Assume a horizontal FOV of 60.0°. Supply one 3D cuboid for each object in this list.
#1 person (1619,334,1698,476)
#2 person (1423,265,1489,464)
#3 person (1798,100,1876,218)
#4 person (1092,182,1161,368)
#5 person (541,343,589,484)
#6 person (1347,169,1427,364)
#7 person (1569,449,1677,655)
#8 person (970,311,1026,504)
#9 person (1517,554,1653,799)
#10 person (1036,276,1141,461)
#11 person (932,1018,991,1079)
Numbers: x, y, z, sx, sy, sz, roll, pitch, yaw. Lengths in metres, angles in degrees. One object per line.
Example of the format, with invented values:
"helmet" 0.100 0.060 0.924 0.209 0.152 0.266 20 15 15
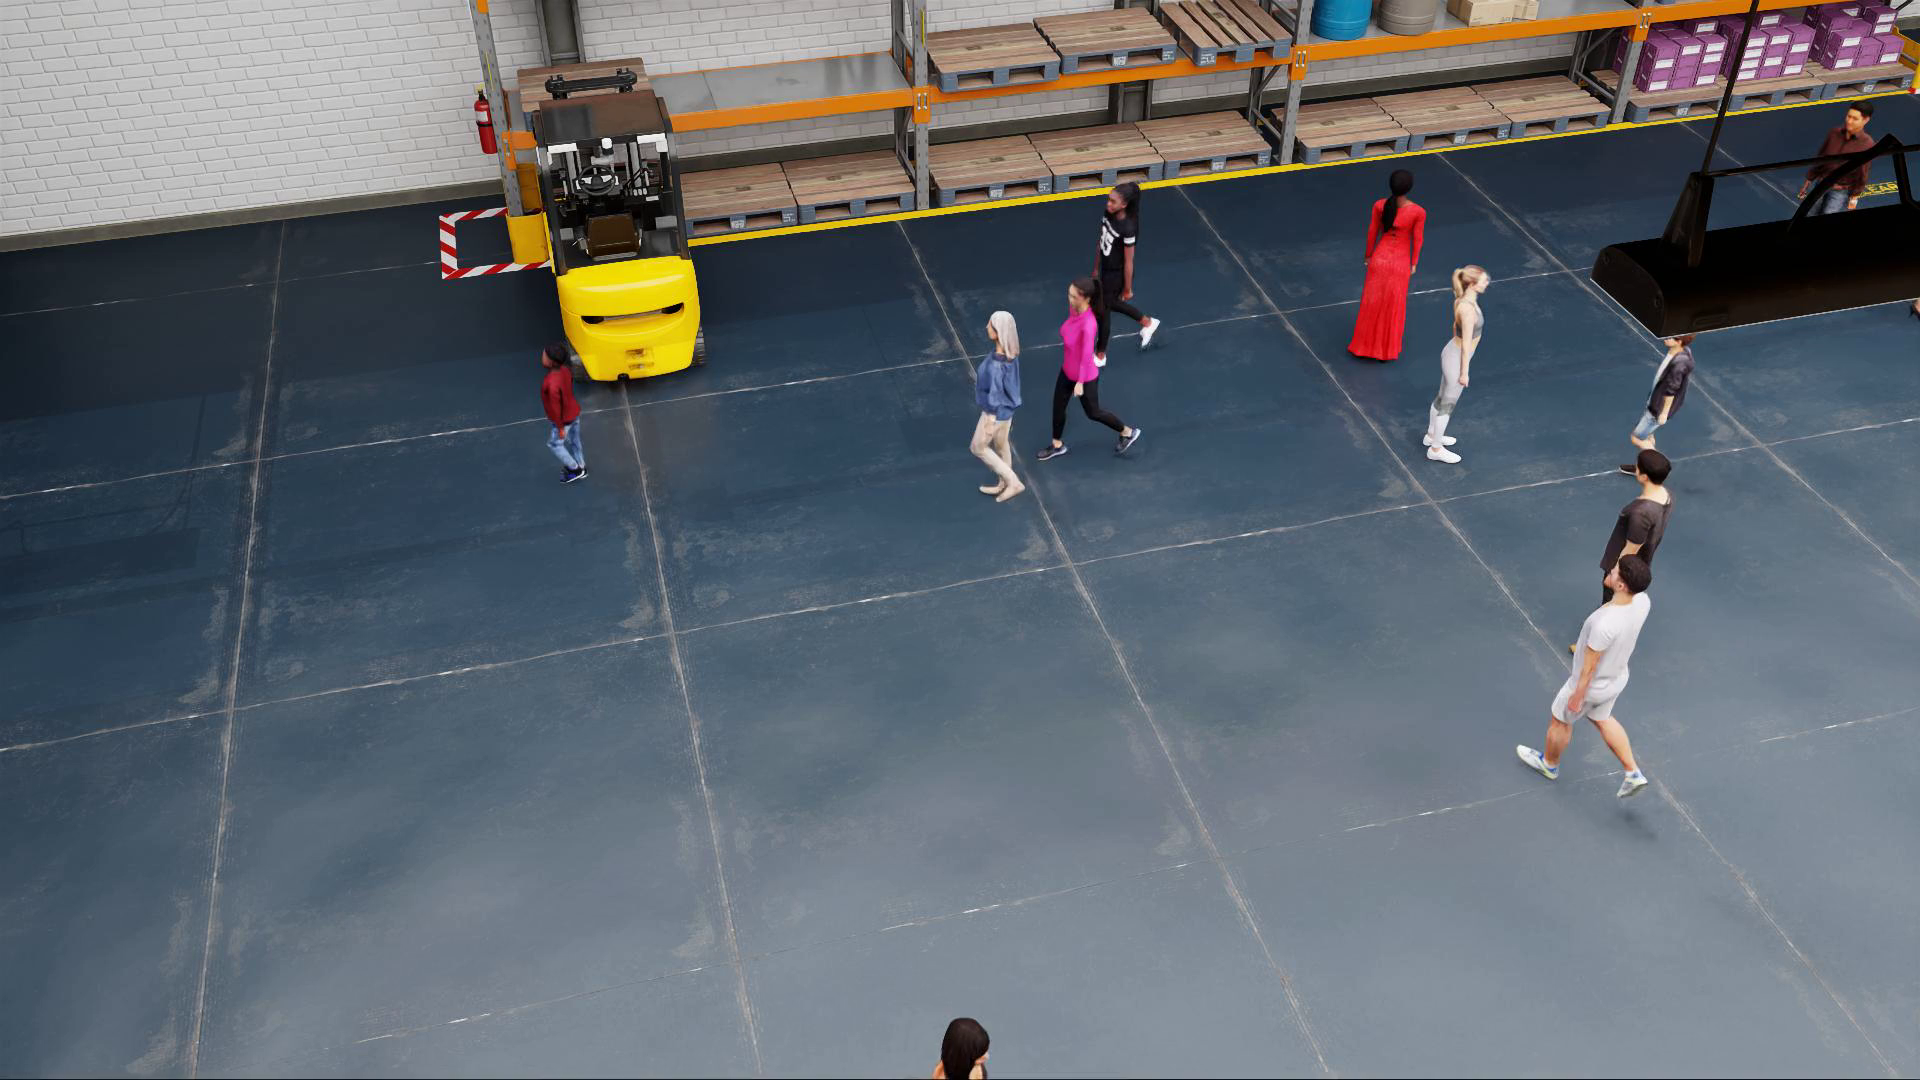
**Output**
"person" 5.512 -1.057 12.932 0.700 1.436 0.653 10 40 13
"person" 3.921 -1.410 13.159 0.655 1.706 0.637 4 39 5
"person" 8.141 -3.256 15.421 0.718 1.767 0.728 -19 43 -23
"person" 1.398 -2.274 14.238 1.052 1.709 0.651 -13 40 -15
"person" -3.039 -0.979 12.986 0.592 1.246 0.577 5 39 6
"person" 3.674 -2.342 14.271 0.734 1.784 0.806 15 41 18
"person" 4.537 0.121 11.238 0.769 1.710 0.667 30 47 32
"person" 0.385 -0.967 12.624 0.815 1.690 0.765 11 40 14
"person" 3.980 0.888 10.176 1.107 1.836 1.016 -28 46 -30
"person" 1.043 -1.319 13.069 1.031 1.685 0.590 -11 40 -13
"person" -0.114 2.792 7.983 1.130 1.598 1.001 14 41 17
